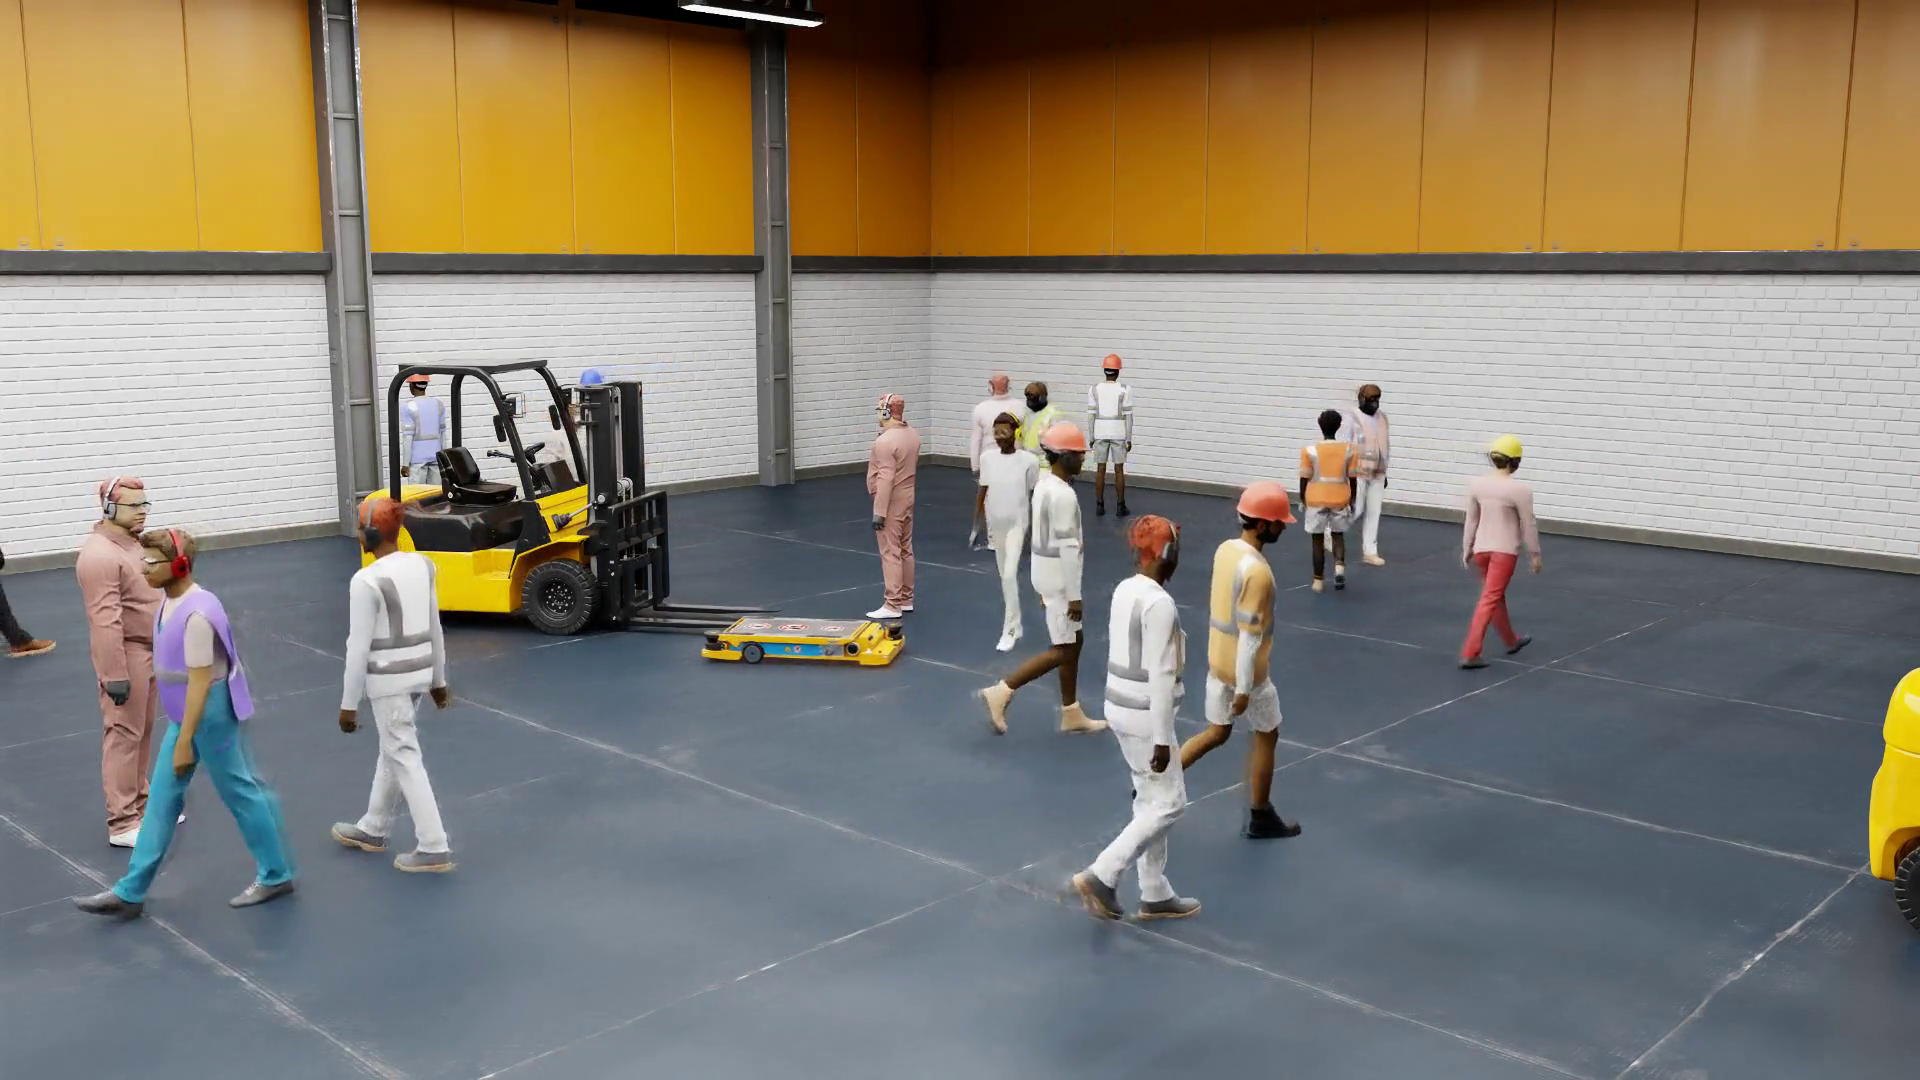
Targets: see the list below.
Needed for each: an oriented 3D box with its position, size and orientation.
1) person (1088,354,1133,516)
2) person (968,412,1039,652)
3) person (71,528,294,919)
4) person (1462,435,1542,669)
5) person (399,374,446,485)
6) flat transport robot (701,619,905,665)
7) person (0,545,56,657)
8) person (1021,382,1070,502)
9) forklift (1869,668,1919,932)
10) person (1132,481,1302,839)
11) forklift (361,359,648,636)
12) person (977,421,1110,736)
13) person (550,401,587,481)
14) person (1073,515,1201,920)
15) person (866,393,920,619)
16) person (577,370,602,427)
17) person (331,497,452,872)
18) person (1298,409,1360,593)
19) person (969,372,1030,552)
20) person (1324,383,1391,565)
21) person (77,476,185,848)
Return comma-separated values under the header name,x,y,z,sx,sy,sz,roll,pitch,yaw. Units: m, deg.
name,x,y,z,sx,sy,sz,roll,pitch,yaw
person,1.801,-1.251,19.896,0.547,1.938,0.377,3,10,17
person,0.322,-0.067,12.929,0.505,1.840,0.796,5,11,29
person,-3.518,0.840,7.501,0.954,1.792,0.587,-8,12,-39
person,4.059,0.083,12.377,0.922,1.713,0.541,-6,11,-33
person,-5.685,-0.871,17.572,0.374,1.935,0.552,6,11,35
flat transport robot,-1.184,0.760,12.666,1.431,0.197,0.652,1,9,9
person,-7.330,-0.007,12.272,0.648,1.943,1.040,8,12,42
person,0.836,-0.719,17.065,0.563,1.813,0.624,-5,10,-28
forklift,5.205,0.723,7.013,2.313,2.155,1.214,9,13,43
person,1.350,0.636,8.457,0.850,1.902,0.553,-3,10,-17
forklift,-3.850,-0.407,13.936,2.313,2.155,1.214,2,9,11
person,0.537,0.265,10.366,0.788,2.020,0.622,-1,9,-6
person,-3.854,-0.600,16.863,0.531,1.610,0.585,-9,13,-43
person,0.798,0.819,7.477,0.545,1.857,0.620,-3,10,-16
person,-0.586,-0.288,14.088,0.409,1.907,0.651,4,10,21
person,-3.839,-0.868,17.695,0.635,1.903,1.004,6,11,33
person,-2.834,0.710,8.189,0.705,1.868,0.603,3,10,16
person,3.335,-0.344,15.090,0.549,1.683,0.395,0,9,1
person,0.426,-0.788,17.184,0.667,1.890,0.567,-1,9,-7
person,4.005,-0.670,16.706,0.639,1.827,0.630,-5,11,-28
person,-4.242,0.616,8.552,0.403,1.904,0.651,-2,9,-13
